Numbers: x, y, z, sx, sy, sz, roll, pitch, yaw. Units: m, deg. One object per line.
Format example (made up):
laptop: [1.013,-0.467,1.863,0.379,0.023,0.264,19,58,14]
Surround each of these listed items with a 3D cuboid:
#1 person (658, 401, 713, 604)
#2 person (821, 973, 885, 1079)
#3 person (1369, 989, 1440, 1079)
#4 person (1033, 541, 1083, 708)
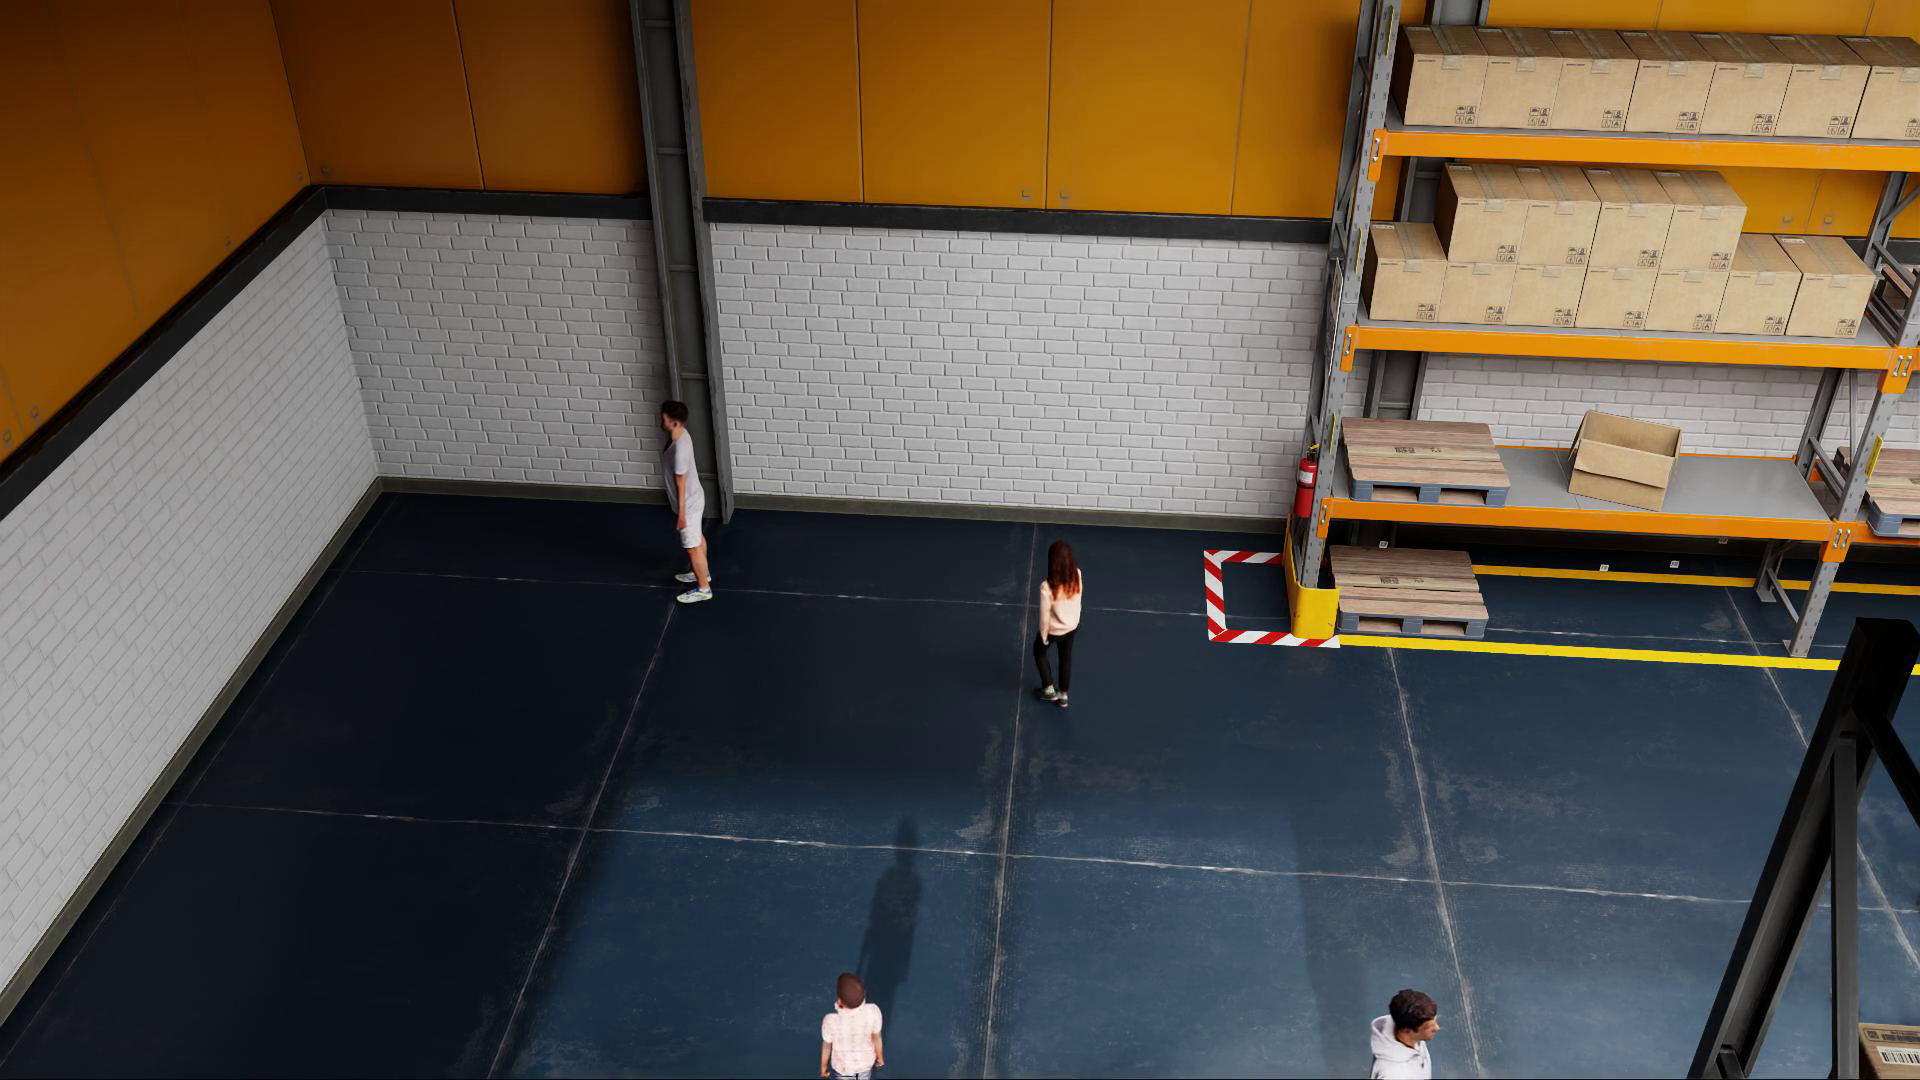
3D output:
person: [-2.271,-0.341,13.835,0.644,1.852,0.721,-6,34,-8]
person: [-0.596,2.956,9.368,0.801,1.305,0.753,-10,35,-15]
person: [2.219,3.042,8.674,0.641,1.930,0.705,7,34,11]
person: [0.789,0.674,12.649,0.647,1.473,0.726,-19,38,-26]
